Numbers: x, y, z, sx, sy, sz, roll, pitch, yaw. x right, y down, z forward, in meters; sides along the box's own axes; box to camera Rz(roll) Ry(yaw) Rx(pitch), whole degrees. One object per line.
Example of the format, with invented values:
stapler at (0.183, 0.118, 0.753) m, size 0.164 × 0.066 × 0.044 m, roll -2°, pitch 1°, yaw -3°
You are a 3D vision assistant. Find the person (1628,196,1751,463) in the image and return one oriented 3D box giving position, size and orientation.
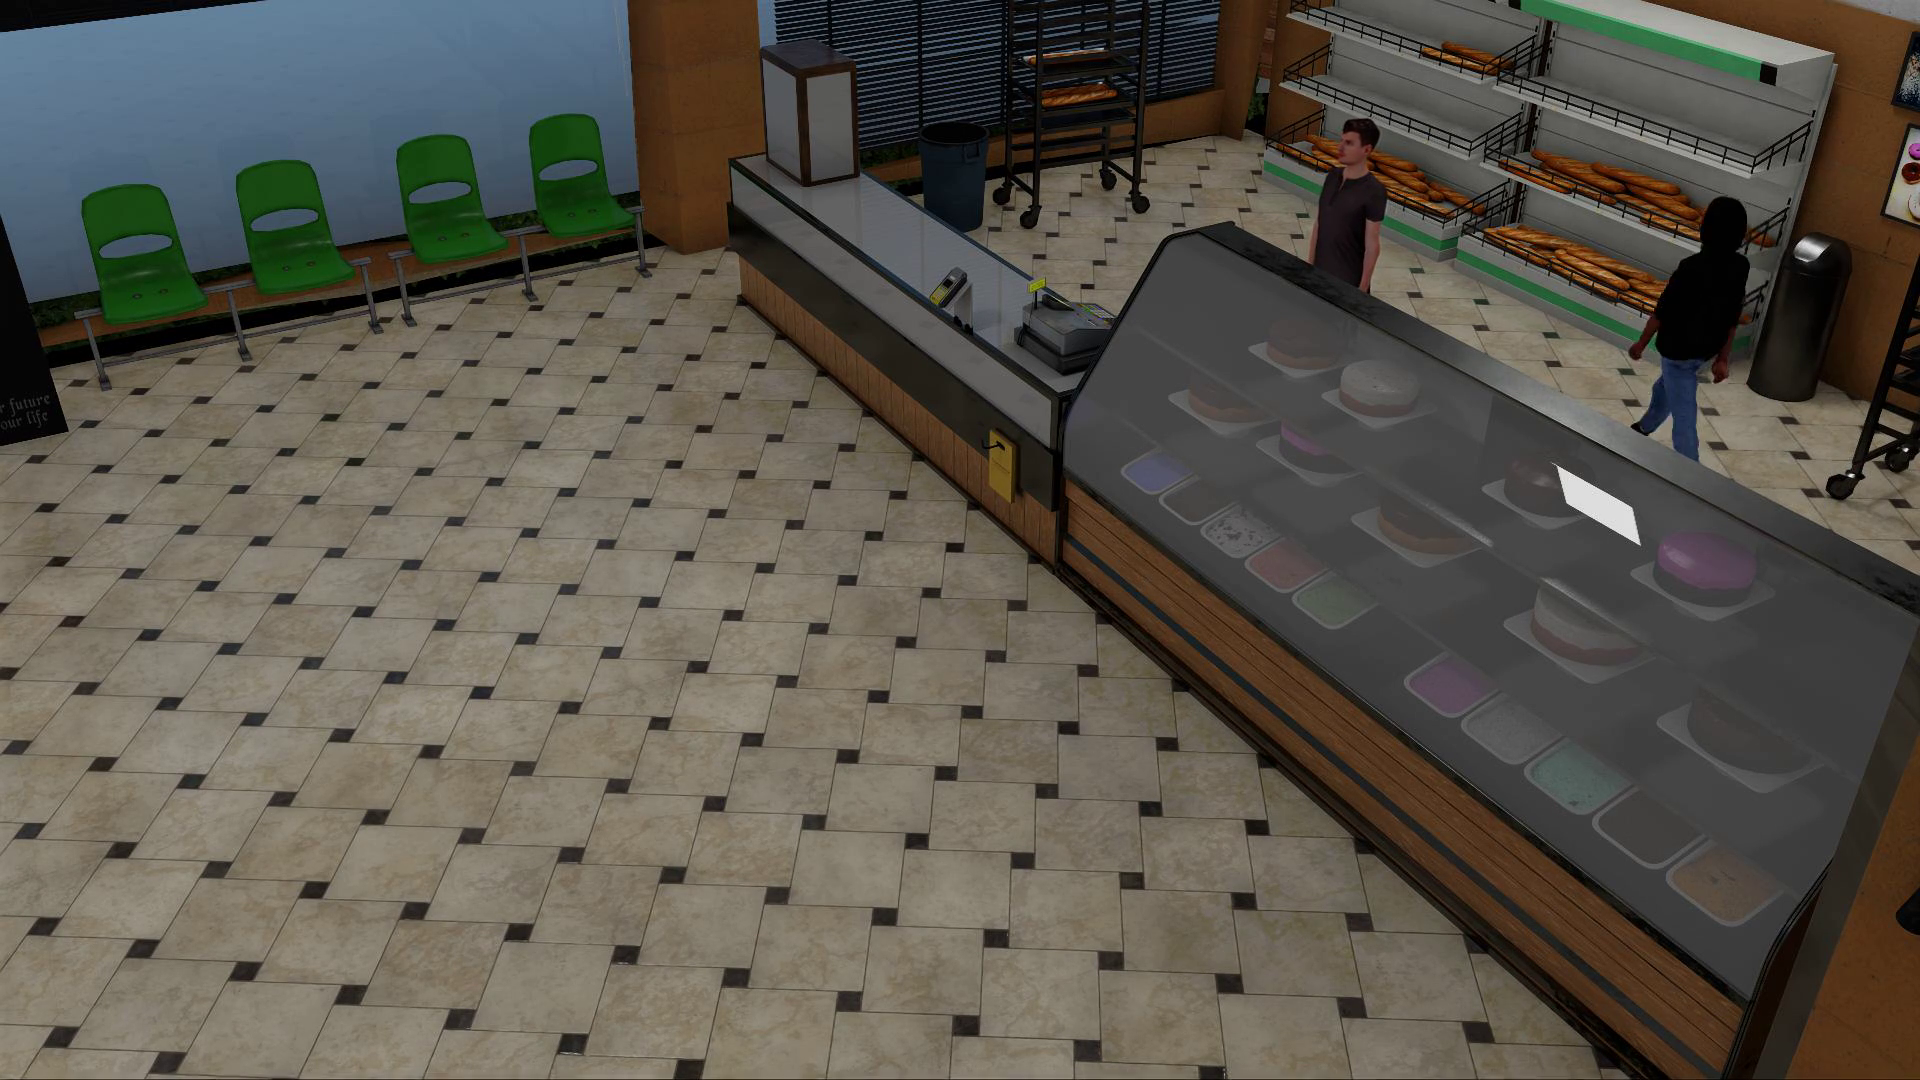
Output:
person at (3.827, -0.902, 8.632) m, size 1.093 × 1.651 × 0.747 m, roll -11°, pitch 34°, yaw -17°

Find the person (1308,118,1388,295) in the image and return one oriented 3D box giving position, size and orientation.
person at (2.142, -1.459, 9.337) m, size 0.520 × 1.853 × 0.635 m, roll -17°, pitch 36°, yaw -25°
